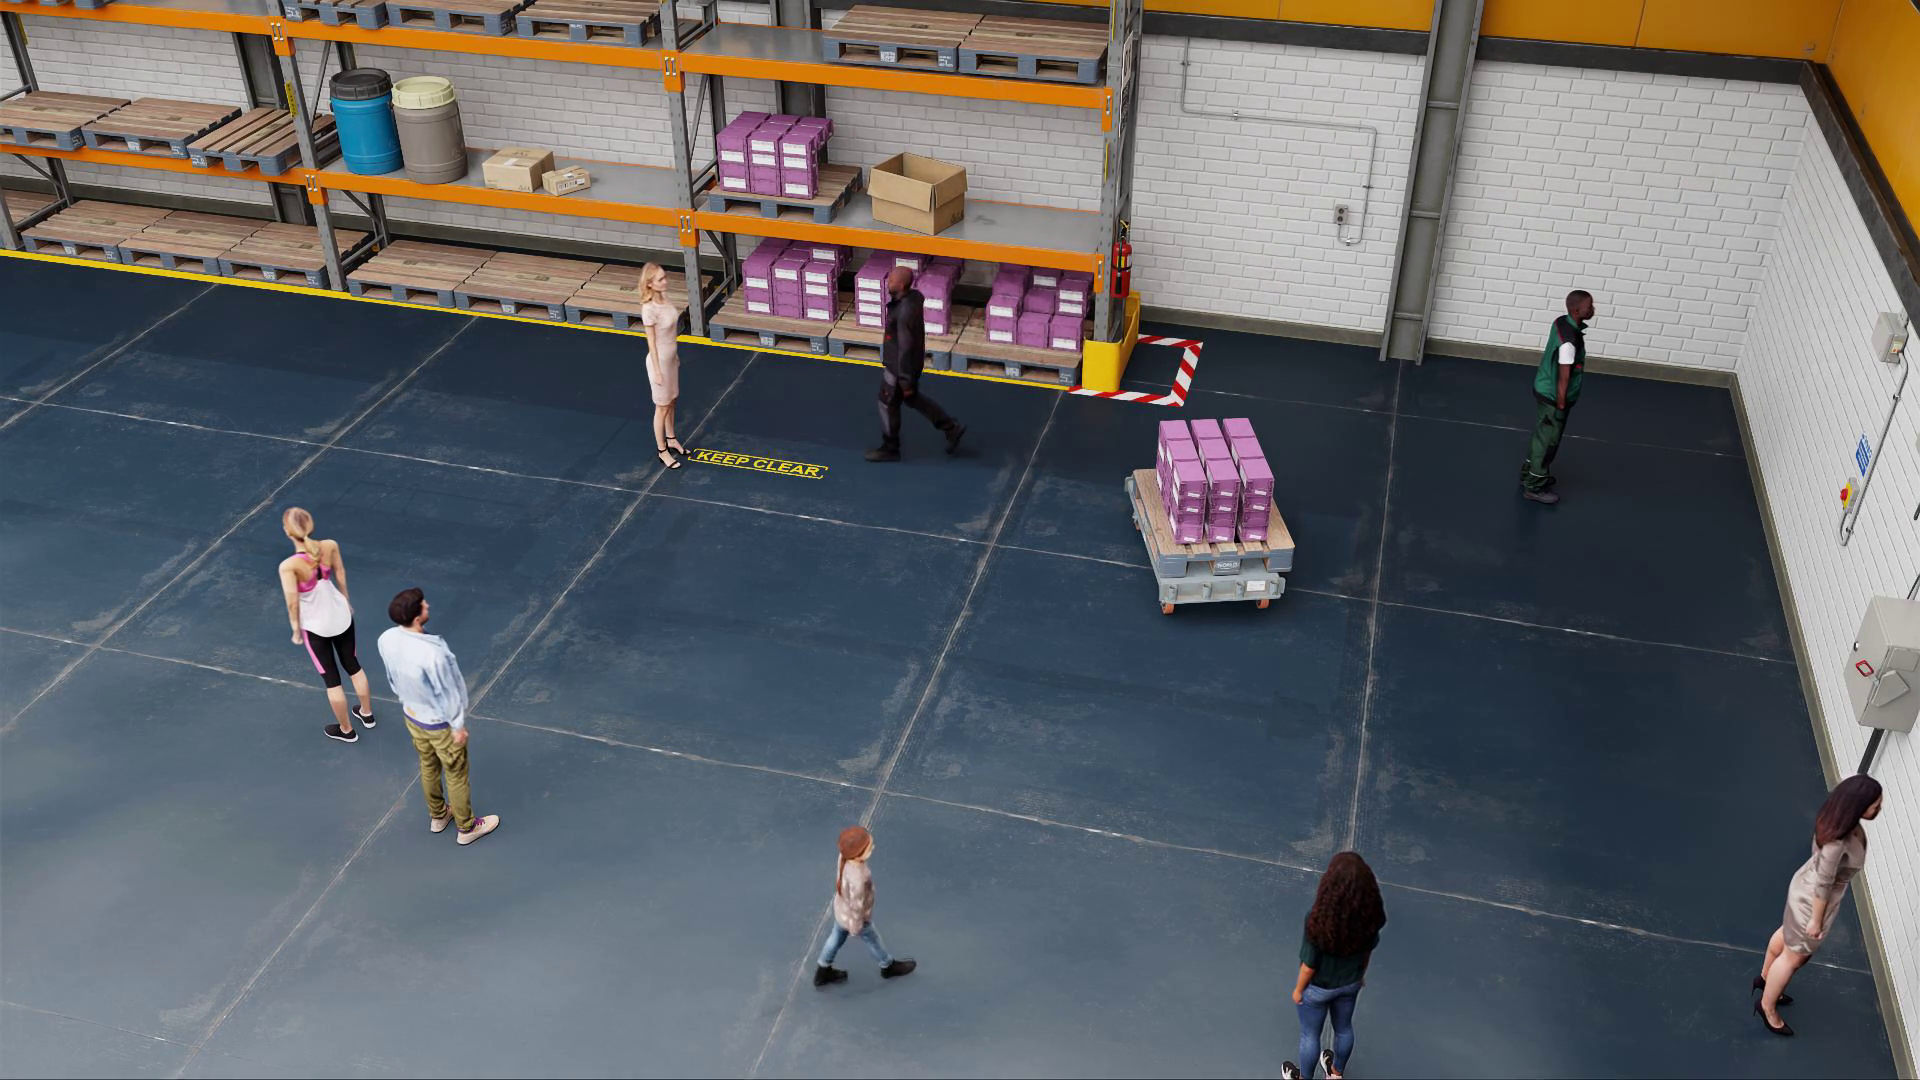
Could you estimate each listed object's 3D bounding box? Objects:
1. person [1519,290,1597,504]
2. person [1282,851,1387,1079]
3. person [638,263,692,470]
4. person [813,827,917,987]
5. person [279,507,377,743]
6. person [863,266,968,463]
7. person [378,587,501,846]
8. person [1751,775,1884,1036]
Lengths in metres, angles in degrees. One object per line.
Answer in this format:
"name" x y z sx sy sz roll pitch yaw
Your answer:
"person" 4.817 -1.177 13.428 0.600 1.839 0.694 6 34 9
"person" 1.896 2.233 8.499 0.685 1.616 0.769 -9 35 -14
"person" -2.488 -1.459 13.877 0.482 1.811 0.559 8 34 12
"person" -0.639 2.043 9.188 0.883 1.171 0.749 -10 35 -15
"person" -4.140 0.552 10.874 0.631 1.788 0.665 20 39 28
"person" -0.365 -1.453 13.880 1.128 1.798 0.759 4 34 6
"person" -3.196 1.069 10.074 0.625 1.811 0.800 20 39 28
"person" 4.550 1.916 8.860 0.556 1.745 0.635 14 36 20
